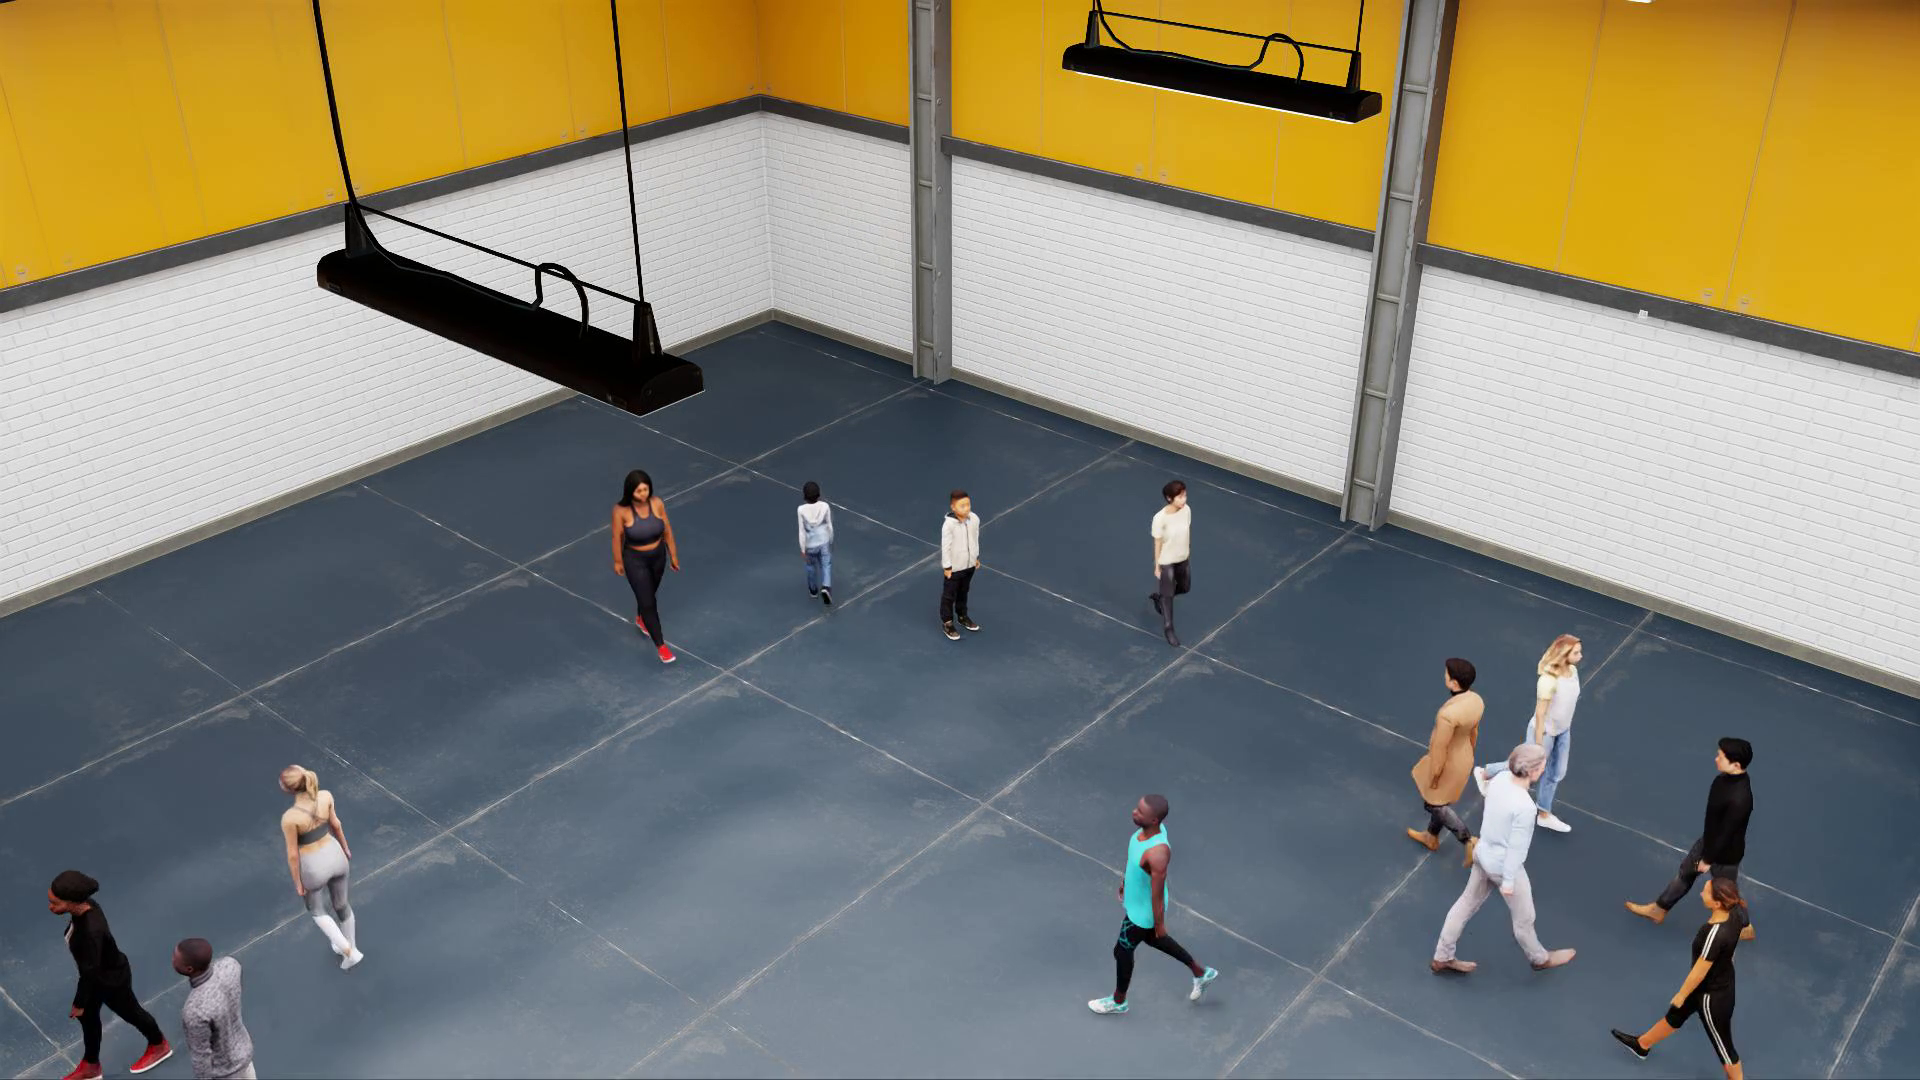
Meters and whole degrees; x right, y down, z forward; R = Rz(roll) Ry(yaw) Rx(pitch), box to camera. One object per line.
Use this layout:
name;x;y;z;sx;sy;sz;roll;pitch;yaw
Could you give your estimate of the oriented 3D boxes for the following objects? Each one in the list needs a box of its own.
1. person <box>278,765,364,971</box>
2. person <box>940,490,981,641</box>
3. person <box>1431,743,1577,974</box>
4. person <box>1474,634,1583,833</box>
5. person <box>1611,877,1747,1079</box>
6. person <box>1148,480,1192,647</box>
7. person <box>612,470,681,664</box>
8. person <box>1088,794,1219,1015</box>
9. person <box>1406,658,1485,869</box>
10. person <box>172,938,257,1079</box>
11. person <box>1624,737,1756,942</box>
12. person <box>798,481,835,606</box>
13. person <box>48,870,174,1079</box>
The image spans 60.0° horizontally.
person;-4.277;2.256;11.234;0.719;1.701;0.618;25;37;38
person;-0.015;0.192;15.275;0.607;1.455;0.557;-23;36;-35
person;3.534;2.199;11.192;1.245;1.841;1.195;-2;29;-4
person;4.407;1.436;12.735;1.030;1.703;0.651;25;37;37
person;4.732;2.823;10.282;1.133;1.617;0.693;18;34;30
person;1.903;0.168;15.192;0.733;1.577;0.882;-17;33;-29
person;-2.874;0.163;15.010;0.901;1.758;1.261;-19;34;-30
person;1.318;2.397;10.892;1.163;1.780;1.024;1;29;2
person;3.687;1.677;12.290;0.708;1.706;0.936;-24;37;-37
person;-4.244;3.038;9.660;0.773;1.836;0.731;-1;29;-1
person;5.347;2.122;11.501;1.213;1.681;0.985;7;29;13
person;-1.354;0.037;15.771;0.725;1.250;0.812;-6;29;-10
person;-5.279;2.713;10.452;0.739;1.647;0.875;-24;37;-37
